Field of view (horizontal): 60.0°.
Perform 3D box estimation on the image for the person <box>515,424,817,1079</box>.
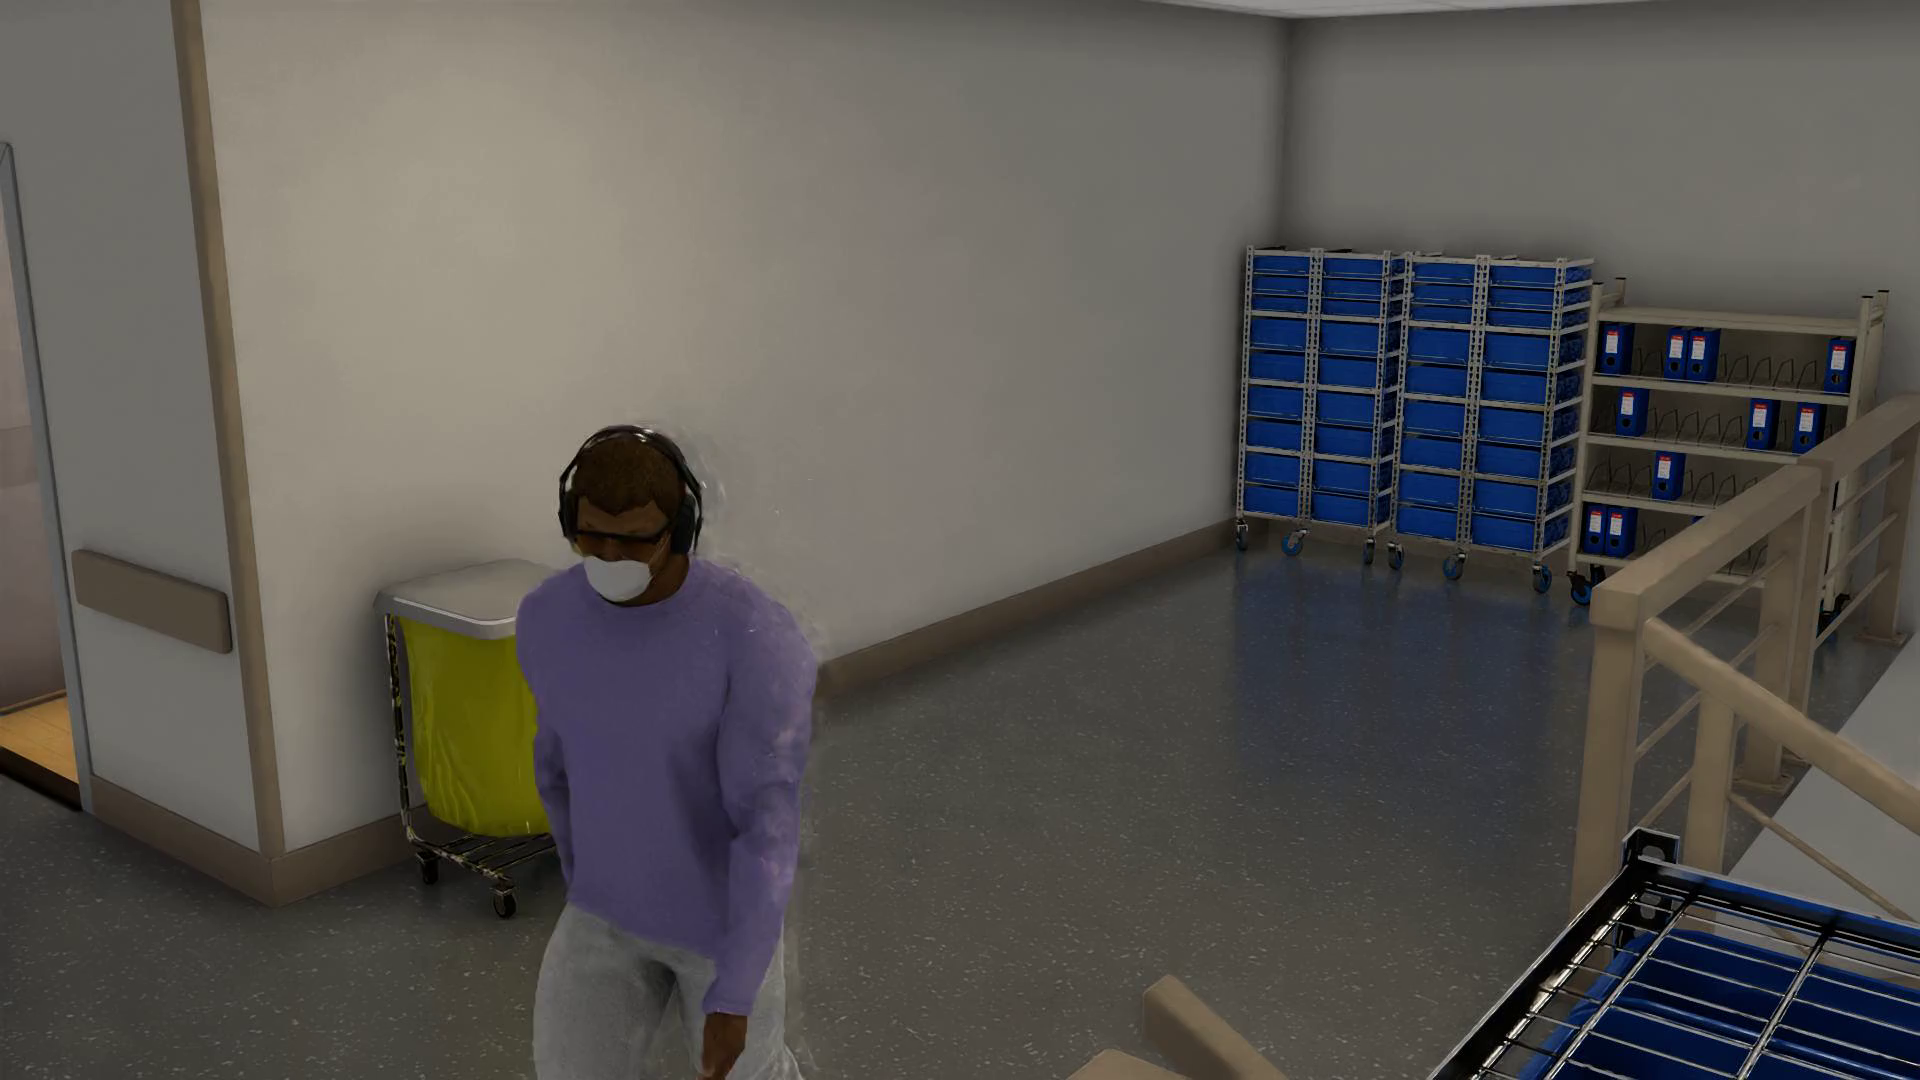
[{"bbox_3d":[-0.541,0.712,3.000,0.628,1.875,0.988,5,14,21],"label":"person"}]
